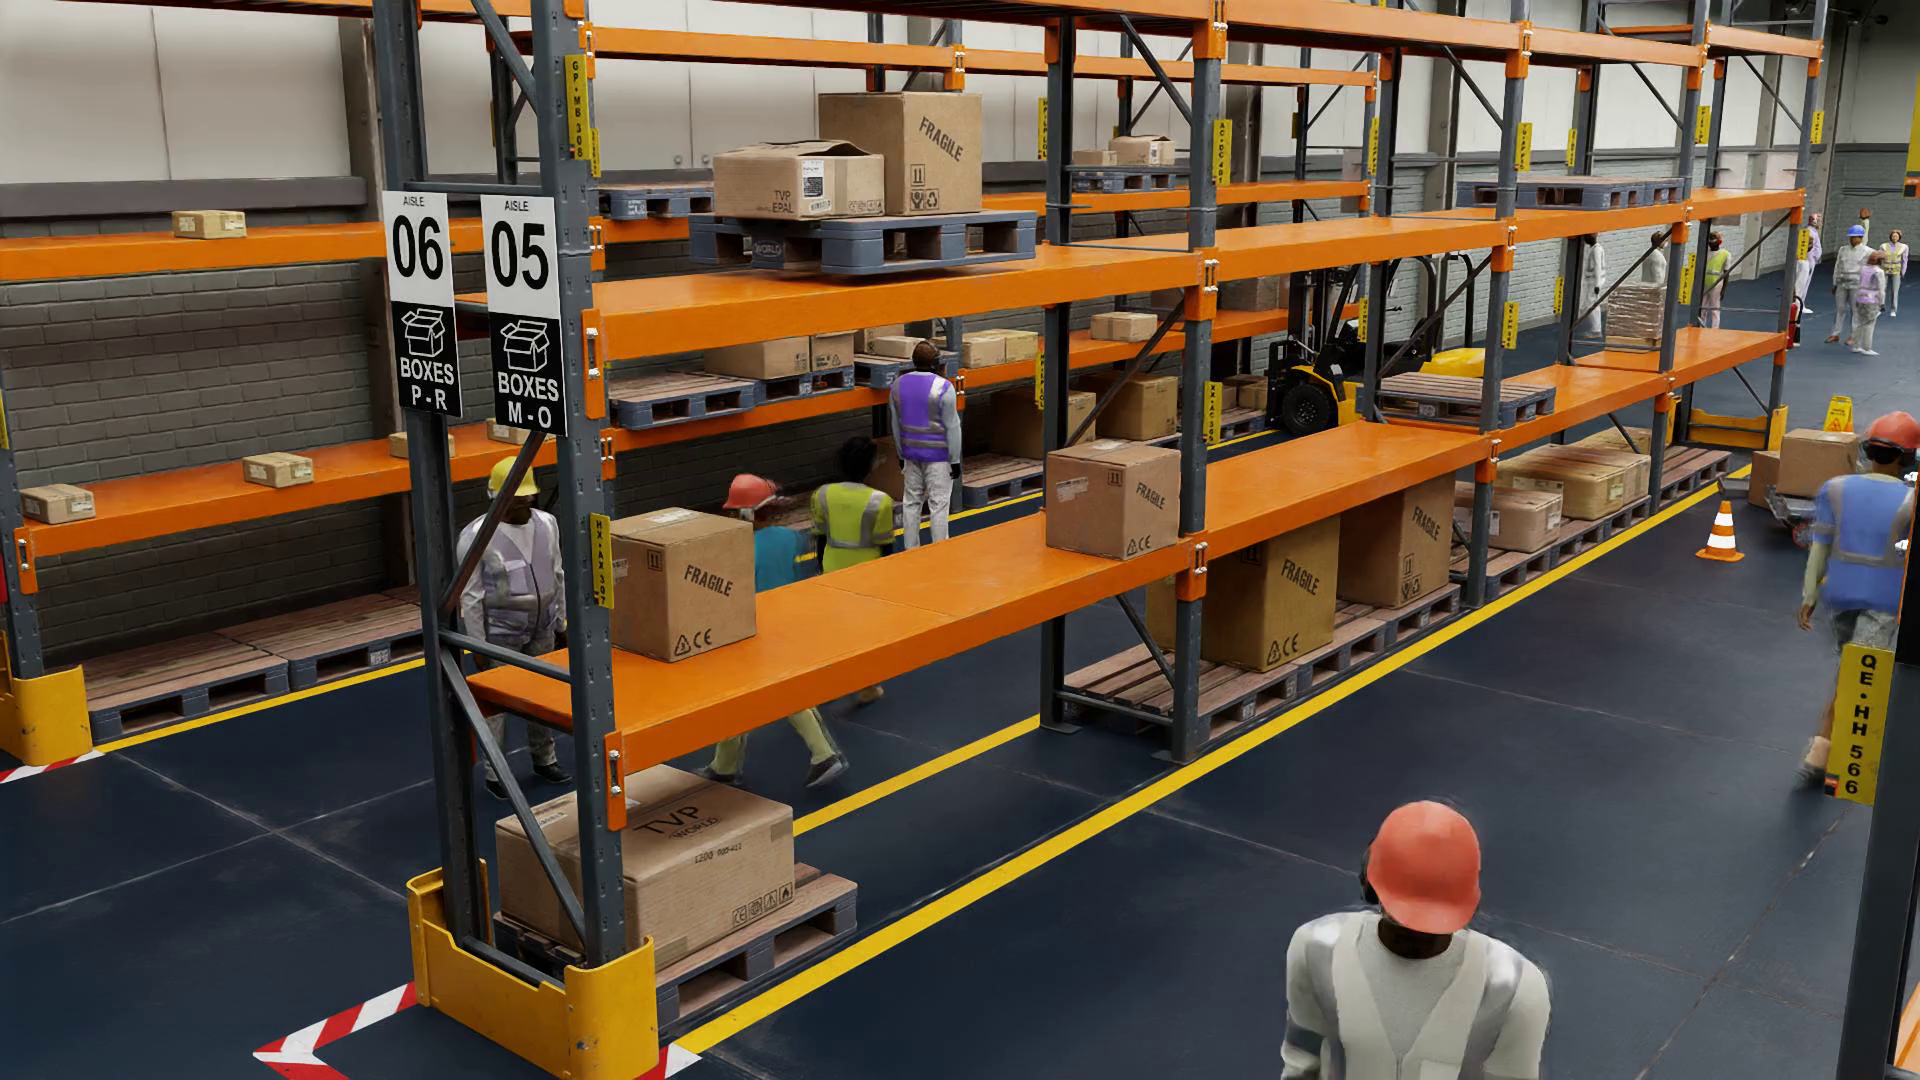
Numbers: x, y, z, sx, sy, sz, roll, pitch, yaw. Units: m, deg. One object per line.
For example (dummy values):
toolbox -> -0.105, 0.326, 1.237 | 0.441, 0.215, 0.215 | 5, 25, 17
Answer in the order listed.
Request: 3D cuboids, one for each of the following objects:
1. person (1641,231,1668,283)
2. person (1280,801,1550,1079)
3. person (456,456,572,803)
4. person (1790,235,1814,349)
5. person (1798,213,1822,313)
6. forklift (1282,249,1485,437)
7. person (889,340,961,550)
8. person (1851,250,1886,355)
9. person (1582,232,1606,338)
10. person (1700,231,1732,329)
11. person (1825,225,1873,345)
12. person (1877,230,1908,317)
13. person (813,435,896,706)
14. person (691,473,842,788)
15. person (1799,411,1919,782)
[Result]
person -> 10.759, -3.821, 25.835 | 0.372, 1.940, 0.632 | 1, 14, 6
person -> 1.069, 1.509, 4.017 | 0.609, 2.007, 0.843 | 6, 15, 23
person -> -2.303, 0.457, 8.669 | 0.404, 1.824, 0.588 | 12, 18, 40
person -> 13.442, -3.983, 26.726 | 0.347, 1.837, 0.509 | 12, 18, 40
person -> 16.361, -5.329, 32.064 | 0.399, 1.900, 0.645 | 5, 15, 19
forklift -> 4.886, -2.214, 18.767 | 2.313, 2.155, 1.214 | 11, 18, 38
person -> -0.246, -0.664, 13.178 | 0.627, 1.847, 0.429 | 9, 16, 32
person -> 14.233, -3.708, 26.014 | 0.342, 1.632, 0.533 | -2, 14, -8
person -> 10.745, -4.365, 28.208 | 0.416, 1.869, 0.618 | 5, 15, 18
person -> 12.317, -4.126, 27.264 | 0.388, 1.847, 0.564 | -8, 16, -30
person -> 14.606, -4.180, 27.279 | 0.385, 1.948, 0.603 | -9, 17, -34
person -> 17.597, -5.039, 31.446 | 0.518, 1.632, 0.316 | 11, 17, 37
person -> -0.639, 0.212, 9.939 | 0.543, 1.679, 0.480 | 6, 15, 23
person -> -1.022, 0.488, 8.748 | 0.806, 1.717, 0.565 | 7, 15, 27
person -> 4.861, 0.306, 8.939 | 1.042, 1.998, 0.624 | -11, 17, -37
